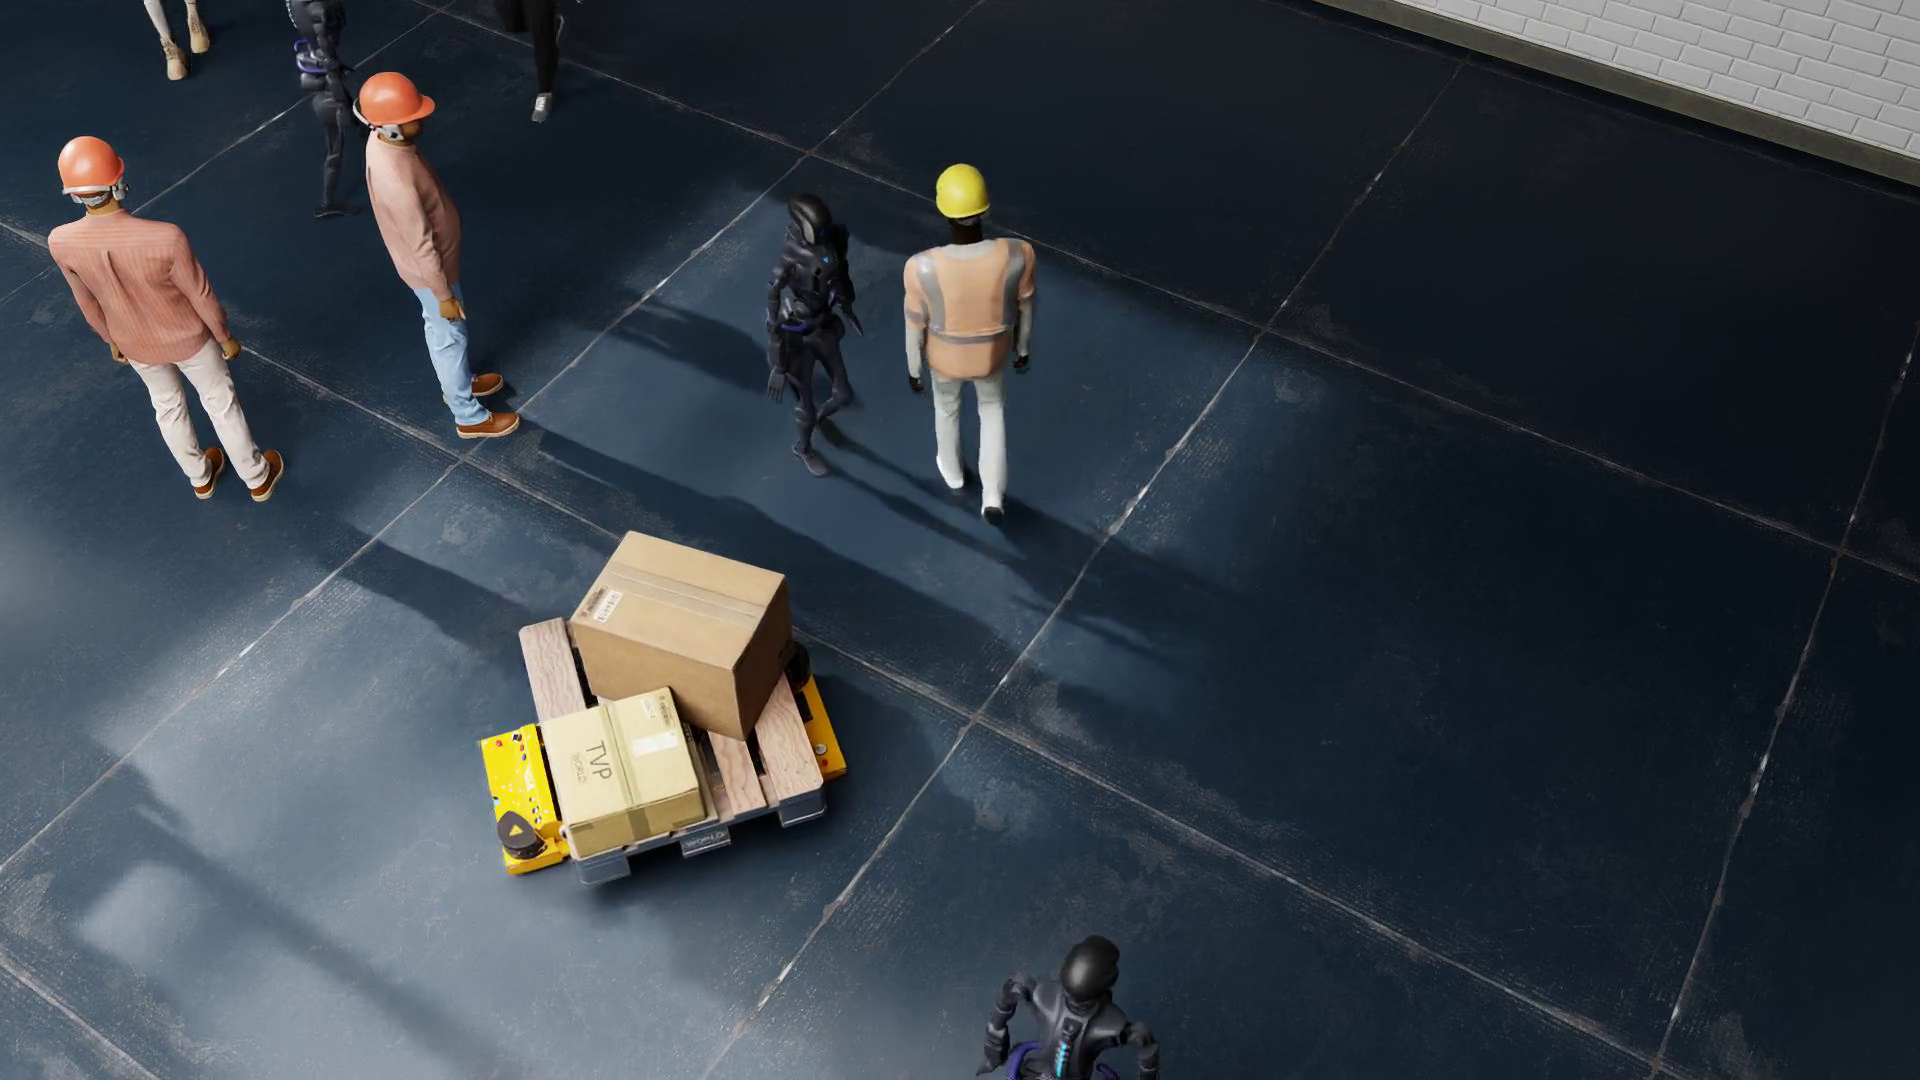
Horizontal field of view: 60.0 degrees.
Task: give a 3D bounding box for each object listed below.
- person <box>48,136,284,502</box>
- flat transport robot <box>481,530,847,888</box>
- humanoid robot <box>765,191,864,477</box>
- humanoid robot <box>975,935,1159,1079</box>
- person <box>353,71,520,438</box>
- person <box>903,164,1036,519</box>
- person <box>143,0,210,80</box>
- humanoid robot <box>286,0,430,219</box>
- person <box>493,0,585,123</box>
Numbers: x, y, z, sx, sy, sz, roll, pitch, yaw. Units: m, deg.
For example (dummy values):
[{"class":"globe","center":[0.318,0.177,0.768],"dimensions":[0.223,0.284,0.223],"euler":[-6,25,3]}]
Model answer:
[{"class":"person","center":[-3.579,-0.943,7.503],"dimensions":[0.610,1.986,0.402],"euler":[0,49,0]},{"class":"flat transport robot","center":[-1.259,0.896,7.032],"dimensions":[1.431,0.231,0.659],"euler":[-15,51,-13]},{"class":"humanoid robot","center":[-0.711,-0.961,7.725],"dimensions":[0.390,1.644,0.610],"euler":[29,55,23]},{"class":"humanoid robot","center":[0.321,1.787,5.315],"dimensions":[0.614,1.633,0.401],"euler":[17,51,14]},{"class":"person","center":[-2.473,-1.320,7.824],"dimensions":[0.387,1.992,0.623],"euler":[-18,51,-15]},{"class":"person","center":[0.048,-0.829,7.464],"dimensions":[0.587,1.901,0.611],"euler":[-7,49,-6]},{"class":"person","center":[-4.903,-3.689,9.979],"dimensions":[0.482,1.866,0.768],"euler":[-14,50,-12]},{"class":"humanoid robot","center":[-3.423,-2.531,9.111],"dimensions":[0.699,1.621,0.608],"euler":[-17,51,-14]},{"class":"person","center":[-2.557,-3.366,9.790],"dimensions":[0.764,1.728,0.733],"euler":[12,50,10]}]
